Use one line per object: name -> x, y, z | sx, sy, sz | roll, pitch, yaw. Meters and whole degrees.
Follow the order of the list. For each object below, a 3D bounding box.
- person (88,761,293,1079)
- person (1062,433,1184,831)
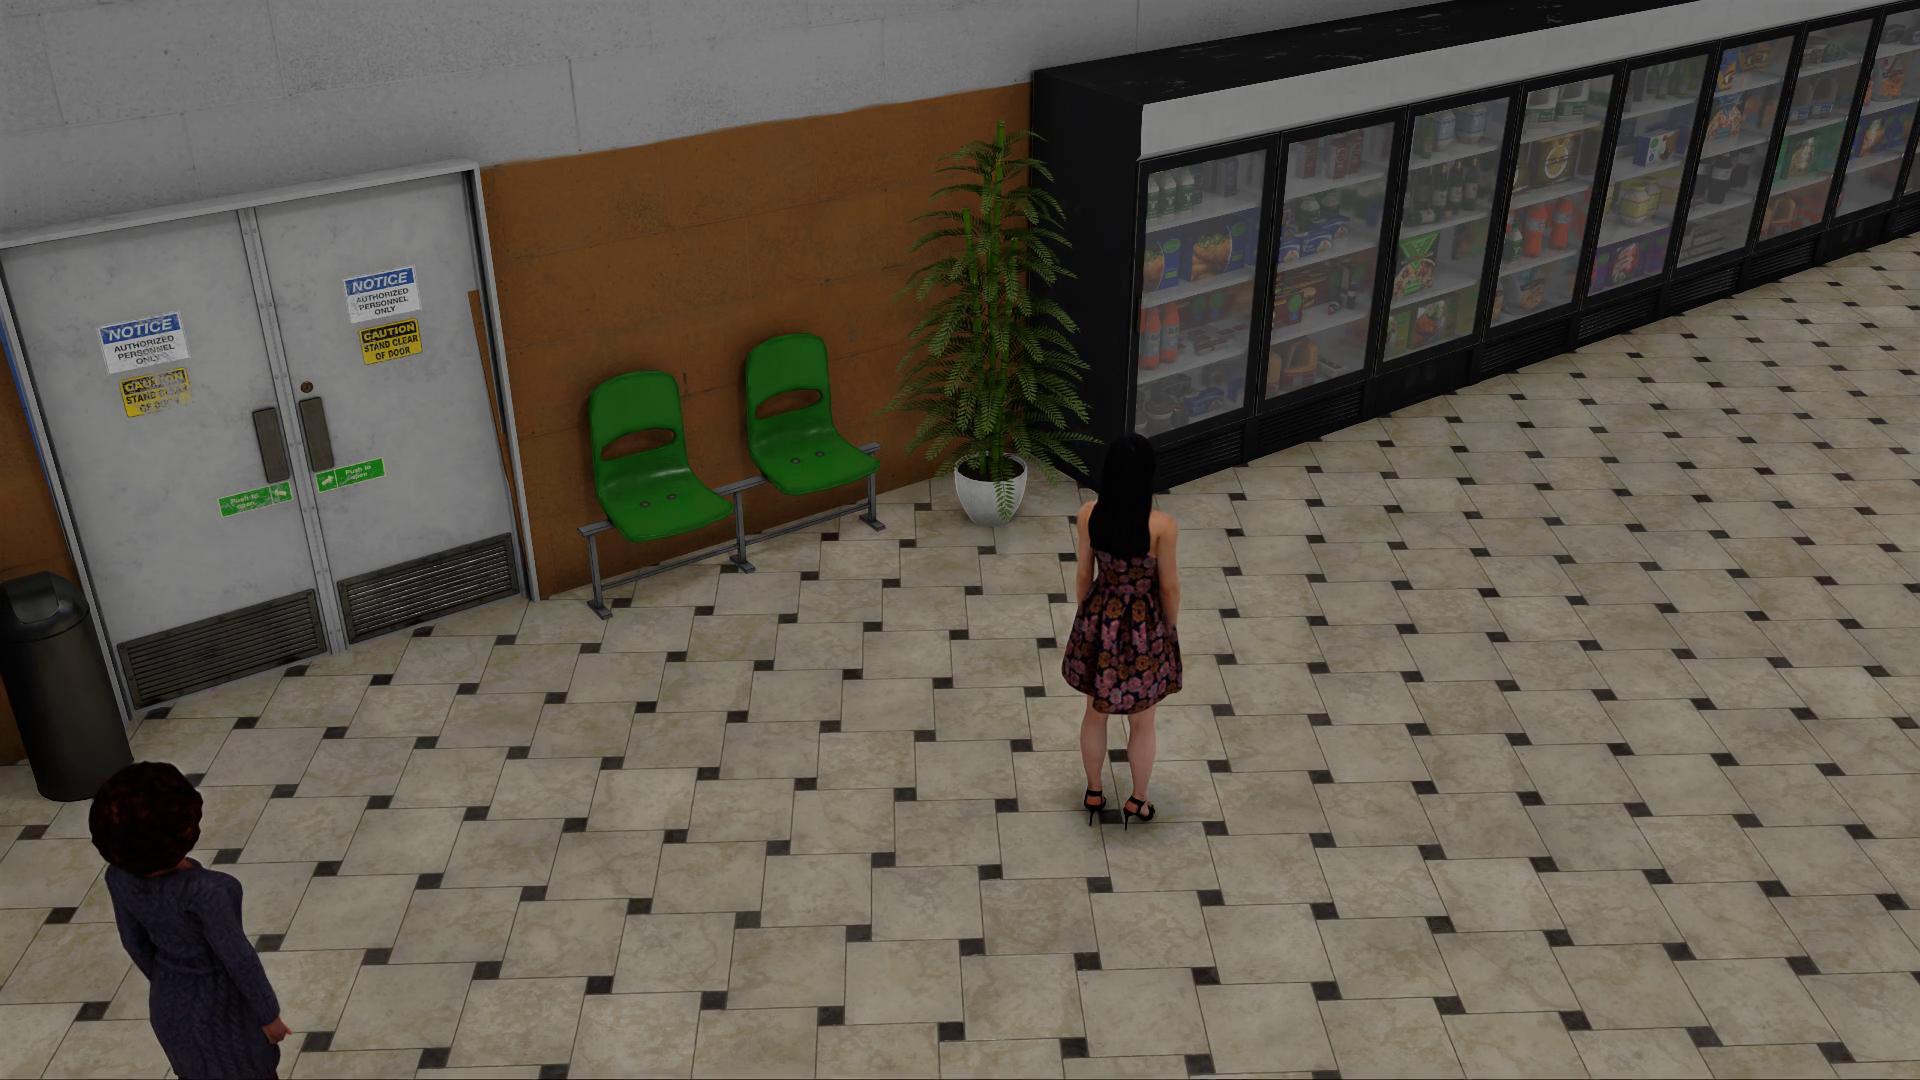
person -> -2.200, 1.382, 4.867 | 0.634, 1.711, 0.729 | 10, 30, 18
person -> 0.654, 0.385, 6.626 | 0.782, 1.774, 0.859 | 11, 30, 19
